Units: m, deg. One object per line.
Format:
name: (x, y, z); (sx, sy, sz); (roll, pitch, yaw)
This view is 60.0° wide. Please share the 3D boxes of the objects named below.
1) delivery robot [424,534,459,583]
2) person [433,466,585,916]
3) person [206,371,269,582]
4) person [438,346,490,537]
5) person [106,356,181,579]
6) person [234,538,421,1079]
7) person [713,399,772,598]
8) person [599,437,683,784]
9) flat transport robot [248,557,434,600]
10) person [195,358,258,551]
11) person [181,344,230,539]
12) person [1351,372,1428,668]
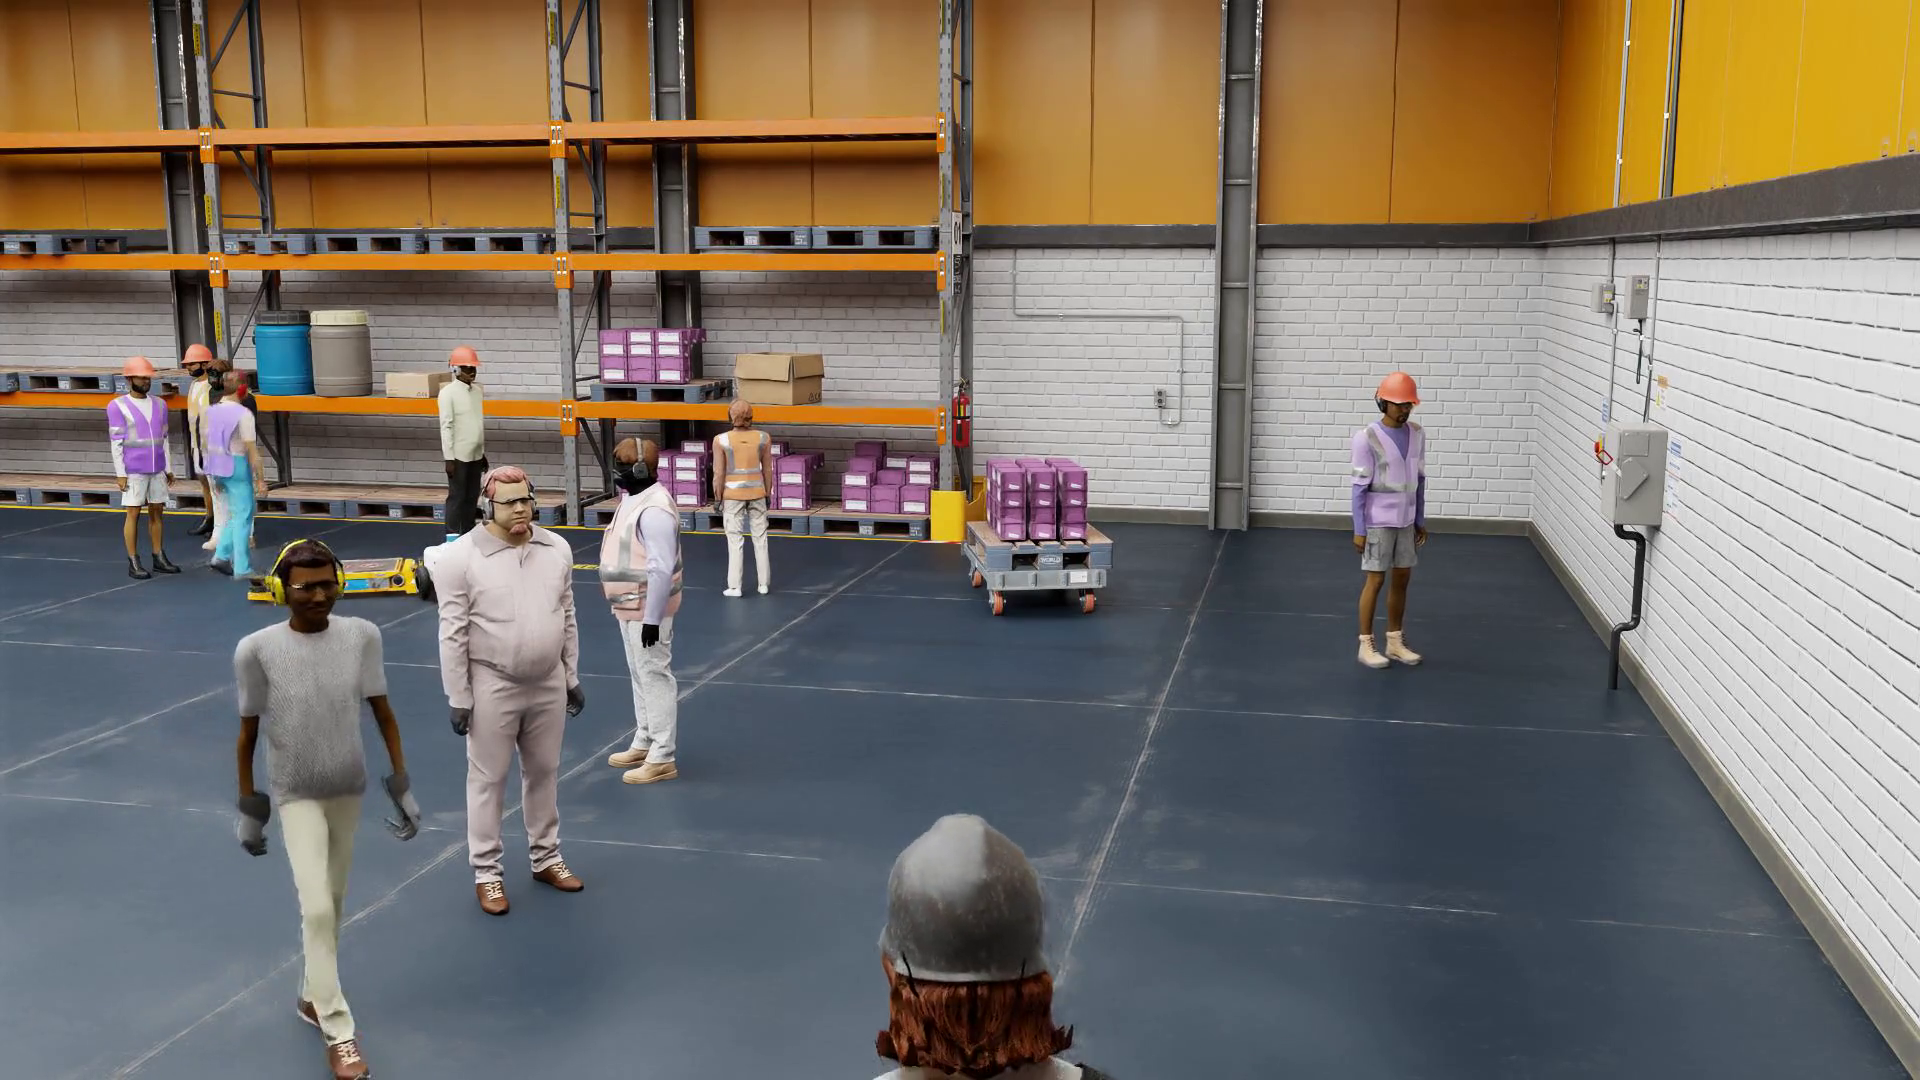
delivery robot: (-4.099, 0.193, 13.476); (0.477, 0.478, 0.707); (-6, 11, -30)
person: (-1.908, 0.631, 7.169); (0.647, 1.908, 0.409); (-9, 13, -43)
person: (-6.236, -0.538, 14.343); (0.587, 1.824, 0.436); (8, 12, 40)
person: (-4.528, -0.782, 15.273); (0.395, 1.994, 0.612); (3, 10, 16)
person: (-7.142, -0.637, 14.570); (0.347, 1.943, 0.544); (5, 11, 29)
person: (-2.139, 0.908, 5.729); (0.540, 1.833, 0.868); (-9, 13, -42)
person: (-1.784, -0.337, 13.685); (0.515, 1.641, 0.314); (-4, 10, -24)
person: (-1.706, 0.370, 8.907); (0.429, 1.844, 0.627); (-4, 10, -23)
flat transport robot: (-5.133, 0.315, 13.873); (1.431, 0.197, 0.652); (-3, 10, -15)
person: (-7.038, -0.816, 15.926); (0.633, 1.843, 0.429); (2, 10, 14)
person: (-7.542, -0.982, 16.627); (0.542, 1.938, 0.358); (7, 12, 36)
person: (2.941, -0.130, 11.332); (0.614, 2.029, 0.408); (-5, 11, -29)
